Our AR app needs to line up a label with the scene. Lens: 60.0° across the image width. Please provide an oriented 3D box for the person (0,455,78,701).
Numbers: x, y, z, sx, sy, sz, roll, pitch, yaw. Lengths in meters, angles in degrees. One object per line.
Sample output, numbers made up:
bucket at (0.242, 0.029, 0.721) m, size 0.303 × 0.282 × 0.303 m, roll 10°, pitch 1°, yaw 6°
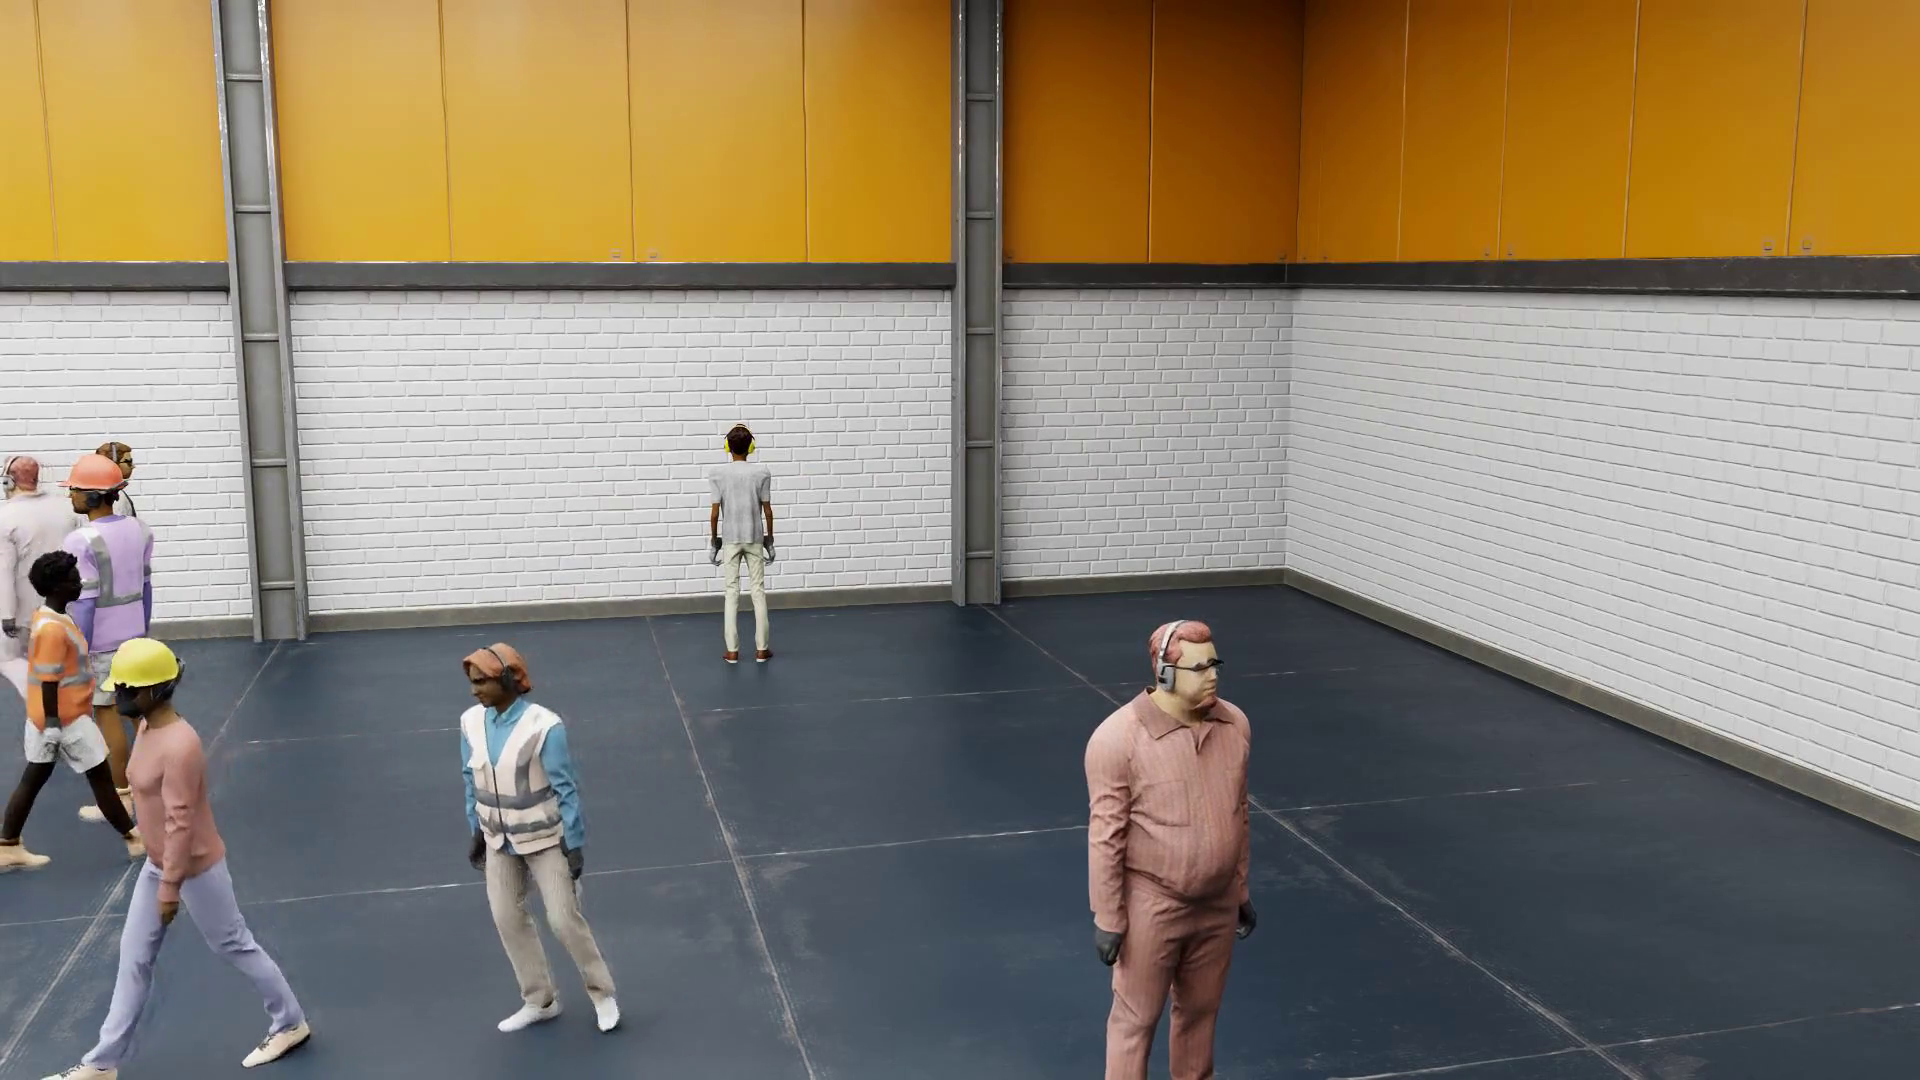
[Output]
person at (-5.927, 0.395, 10.664) m, size 0.444 × 1.893 × 0.649 m, roll 4°, pitch 10°, yaw 21°

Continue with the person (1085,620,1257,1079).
person at (0.729, 1.205, 5.537) m, size 0.653 × 1.907 × 0.408 m, roll -5°, pitch 10°, yaw -29°

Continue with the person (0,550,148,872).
person at (-4.522, 0.867, 8.447) m, size 0.861 × 1.647 × 0.544 m, roll -5°, pitch 10°, yaw -29°

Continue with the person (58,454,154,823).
person at (-4.726, 0.542, 9.235) m, size 0.357 × 2.047 × 0.615 m, roll 2°, pitch 9°, yaw 10°

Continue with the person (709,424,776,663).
person at (-1.703, 0.029, 12.988) m, size 0.521 × 1.874 × 0.328 m, roll -1°, pitch 9°, yaw -7°

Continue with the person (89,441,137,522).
person at (-6.027, 0.215, 11.908) m, size 0.327 × 1.844 × 0.514 m, roll -9°, pitch 13°, yaw -43°

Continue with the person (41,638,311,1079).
person at (-2.919, 1.198, 6.189) m, size 0.935 × 1.714 × 0.535 m, roll -8°, pitch 12°, yaw -40°

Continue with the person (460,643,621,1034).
person at (-1.694, 1.186, 6.605) m, size 0.570 × 1.610 × 0.447 m, roll 4°, pitch 10°, yaw 25°
